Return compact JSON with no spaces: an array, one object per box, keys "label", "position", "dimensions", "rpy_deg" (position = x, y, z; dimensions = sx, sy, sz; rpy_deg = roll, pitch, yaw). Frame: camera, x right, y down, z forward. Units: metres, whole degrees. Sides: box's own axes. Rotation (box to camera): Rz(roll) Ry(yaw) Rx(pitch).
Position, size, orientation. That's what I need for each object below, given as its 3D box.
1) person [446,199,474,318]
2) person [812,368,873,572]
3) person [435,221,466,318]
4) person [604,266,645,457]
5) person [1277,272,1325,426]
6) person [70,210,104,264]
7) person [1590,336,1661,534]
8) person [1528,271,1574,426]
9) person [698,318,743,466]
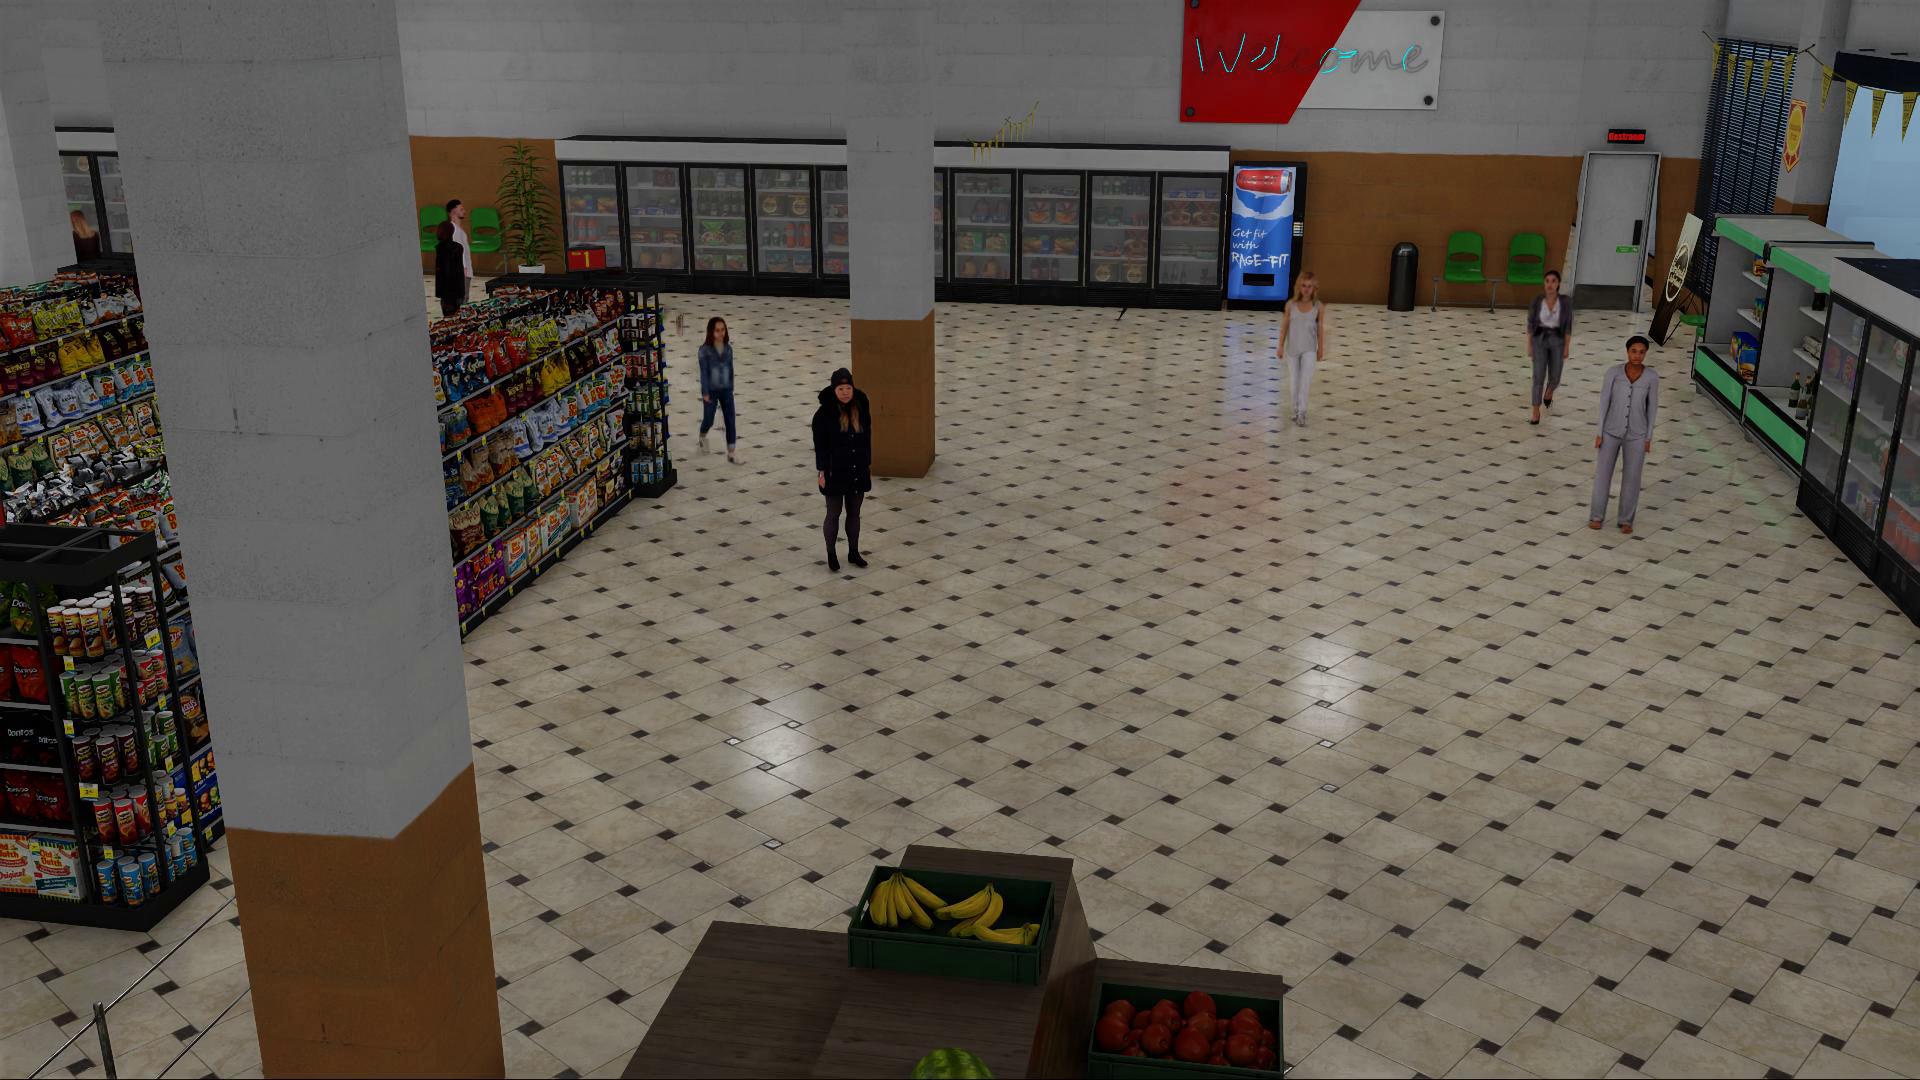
[{"label":"person","position":[-6.782,-3.708,22.613],"dimensions":[0.813,1.841,0.679],"rpy_deg":[-6,19,-17]},{"label":"person","position":[-0.954,-0.582,13.600],"dimensions":[0.798,1.675,0.841],"rpy_deg":[-9,21,-25]},{"label":"person","position":[-6.323,-3.070,20.744],"dimensions":[0.843,1.825,0.679],"rpy_deg":[-3,19,-10]},{"label":"person","position":[-3.384,-1.747,16.573],"dimensions":[0.905,1.982,0.719],"rpy_deg":[10,21,27]},{"label":"person","position":[3.746,-2.110,18.182],"dimensions":[0.712,1.644,0.958],"rpy_deg":[8,20,21]},{"label":"person","position":[-11.829,-3.623,22.576],"dimensions":[0.737,1.703,0.603],"rpy_deg":[14,23,35]},{"label":"person","position":[5.824,-0.945,14.586],"dimensions":[0.665,1.733,0.615],"rpy_deg":[7,20,20]},{"label":"person","position":[6.436,-2.107,18.154],"dimensions":[0.747,1.654,1.036],"rpy_deg":[7,20,21]},{"label":"person","position":[-2.473,-1.492,16.656],"dimensions":[0.942,1.447,1.031],"rpy_deg":[-11,22,-30]}]
